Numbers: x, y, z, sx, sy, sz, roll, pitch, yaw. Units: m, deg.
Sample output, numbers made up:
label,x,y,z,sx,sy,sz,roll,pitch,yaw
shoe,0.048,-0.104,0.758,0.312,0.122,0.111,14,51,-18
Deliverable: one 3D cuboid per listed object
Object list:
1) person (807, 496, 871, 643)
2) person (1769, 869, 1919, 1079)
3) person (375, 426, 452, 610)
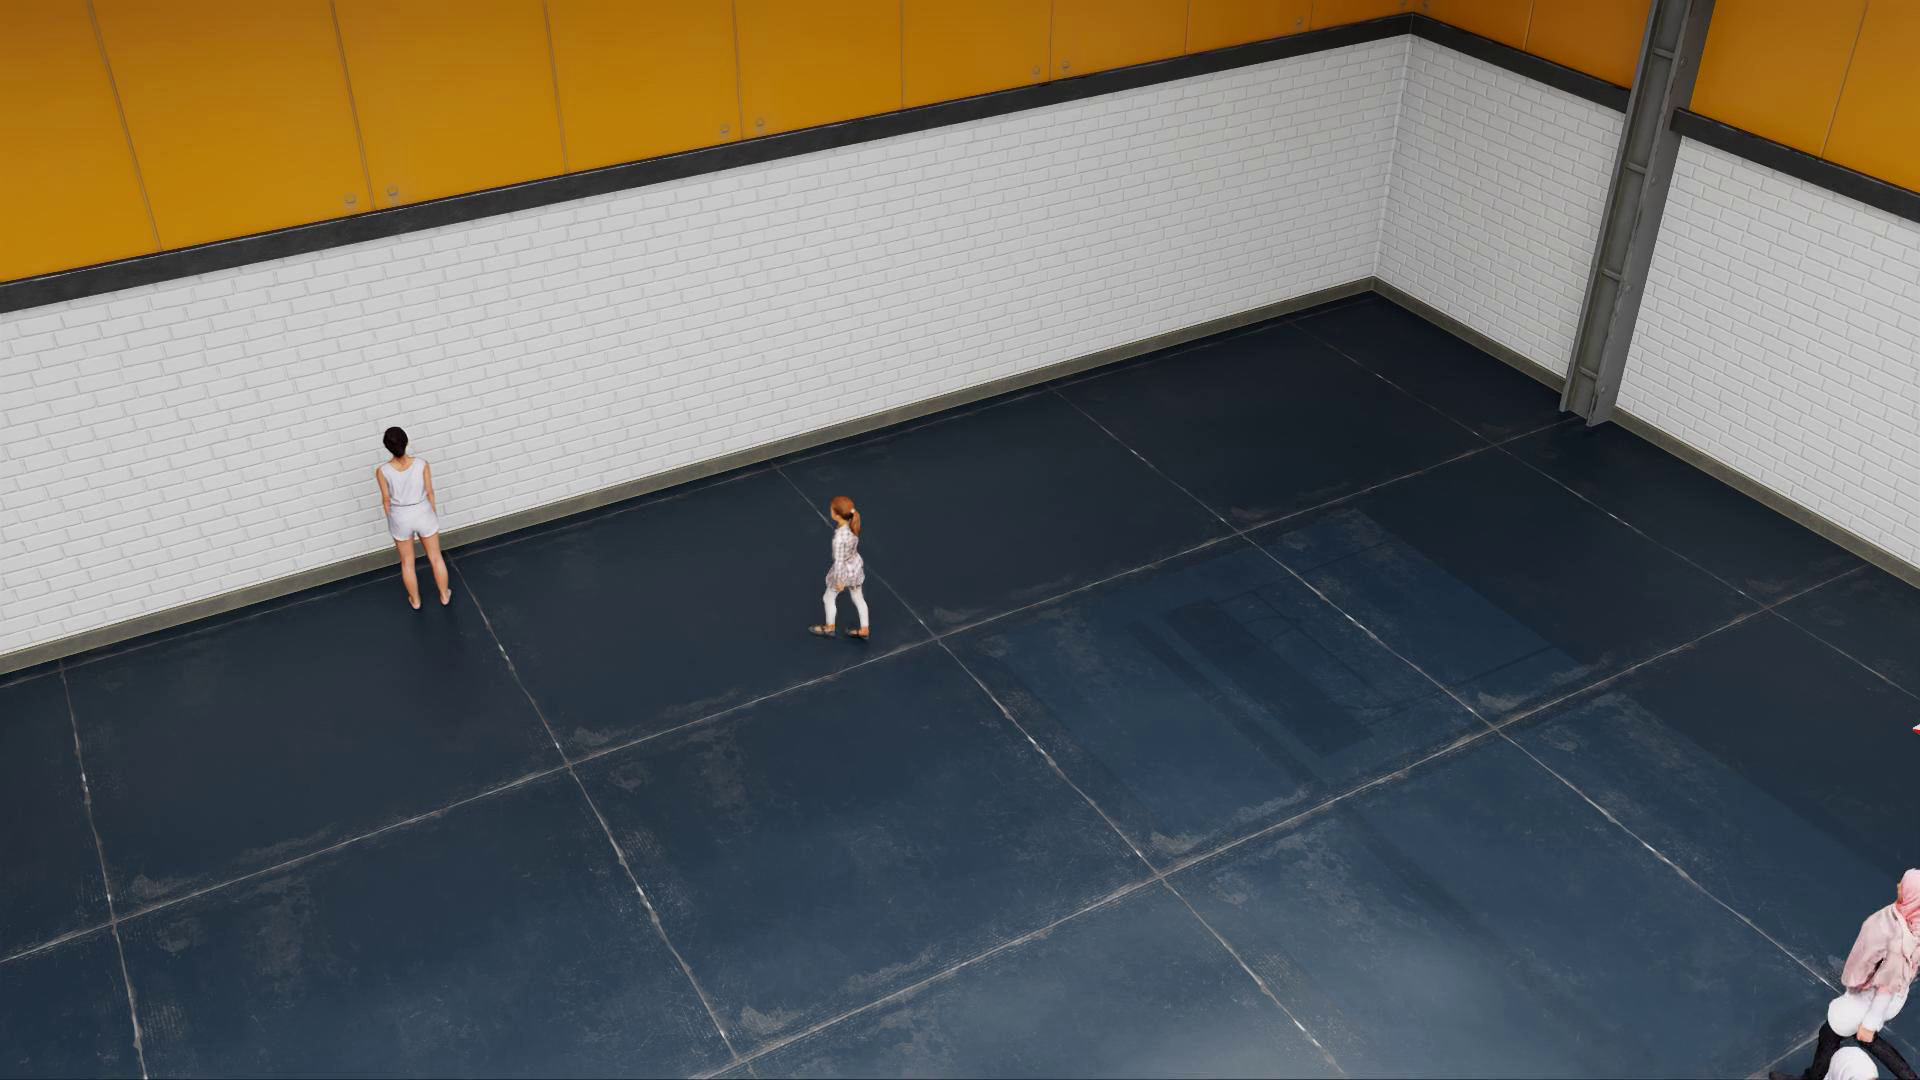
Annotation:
label,x,y,z,sx,sy,sz,roll,pitch,yaw
person,-0.802,0.250,12.681,0.827,1.294,0.745,14,36,20
person,4.977,2.492,8.866,1.148,1.784,0.880,24,40,31
person,-4.295,-0.172,13.028,0.571,1.612,0.539,-14,36,-20
